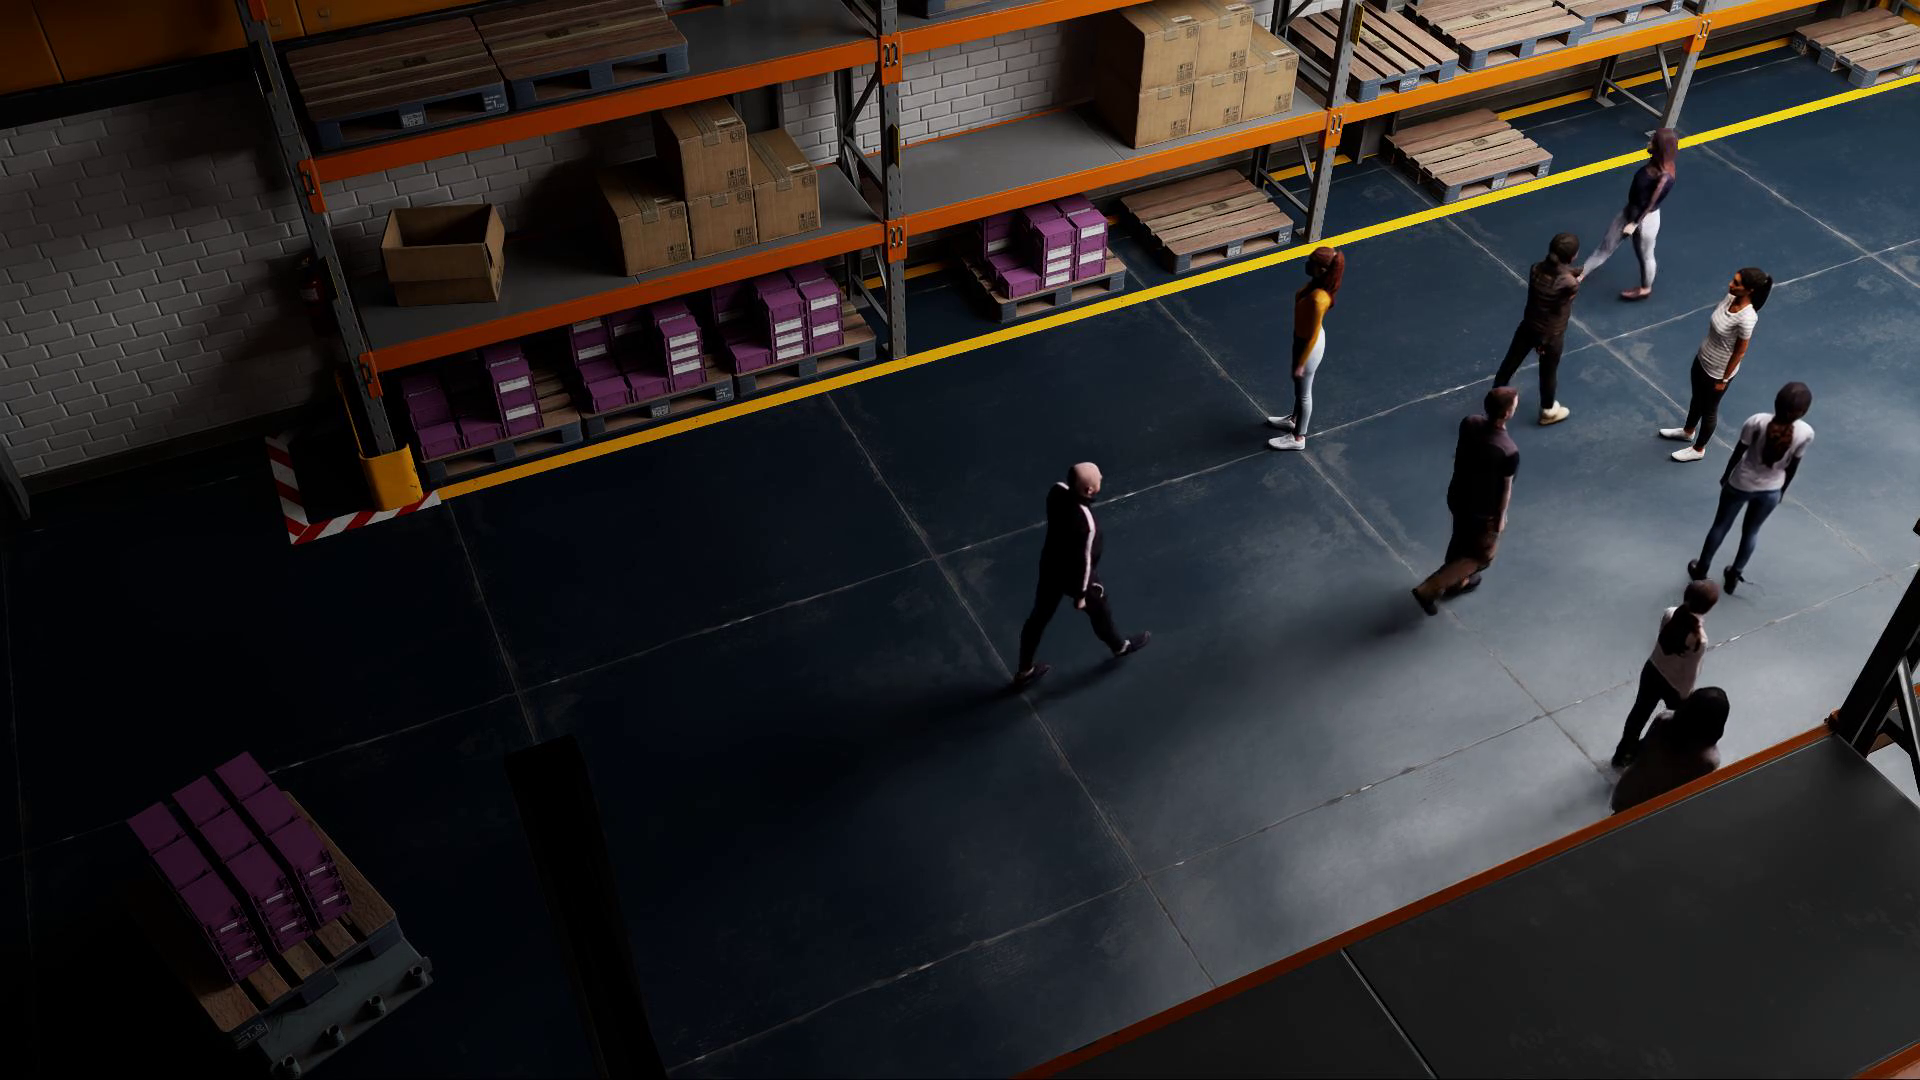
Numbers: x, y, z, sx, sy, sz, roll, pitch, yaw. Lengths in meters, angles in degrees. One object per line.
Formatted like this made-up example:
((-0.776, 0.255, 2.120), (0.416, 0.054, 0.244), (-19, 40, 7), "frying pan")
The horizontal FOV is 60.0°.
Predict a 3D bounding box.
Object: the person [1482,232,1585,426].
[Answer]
((4.434, -1.601, 12.426), (0.699, 1.651, 0.899), (-18, 47, -18), "person")

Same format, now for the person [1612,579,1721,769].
((4.152, 0.849, 9.928), (0.570, 1.549, 0.542), (-16, 46, -16), "person")

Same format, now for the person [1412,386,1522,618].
((3.304, -0.228, 10.860), (0.929, 1.824, 0.723), (-14, 45, -15), "person")

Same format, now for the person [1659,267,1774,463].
((5.516, -1.289, 12.102), (0.657, 1.646, 0.649), (0, 44, 0), "person")

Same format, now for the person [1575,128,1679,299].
((5.609, -2.593, 13.535), (1.120, 1.558, 0.932), (4, 44, 4), "person")

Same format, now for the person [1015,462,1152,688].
((0.593, 0.268, 10.369), (1.194, 1.782, 0.764), (-23, 48, -22), "person")

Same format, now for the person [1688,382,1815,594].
((5.288, -0.347, 11.060), (0.643, 1.721, 0.718), (10, 45, 10), "person")

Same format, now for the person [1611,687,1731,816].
((3.864, 1.436, 9.281), (0.708, 1.592, 0.667), (-25, 49, -24), "person")

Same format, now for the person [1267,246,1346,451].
((2.540, -1.409, 12.153), (0.729, 1.751, 0.692), (7, 44, 7), "person")
